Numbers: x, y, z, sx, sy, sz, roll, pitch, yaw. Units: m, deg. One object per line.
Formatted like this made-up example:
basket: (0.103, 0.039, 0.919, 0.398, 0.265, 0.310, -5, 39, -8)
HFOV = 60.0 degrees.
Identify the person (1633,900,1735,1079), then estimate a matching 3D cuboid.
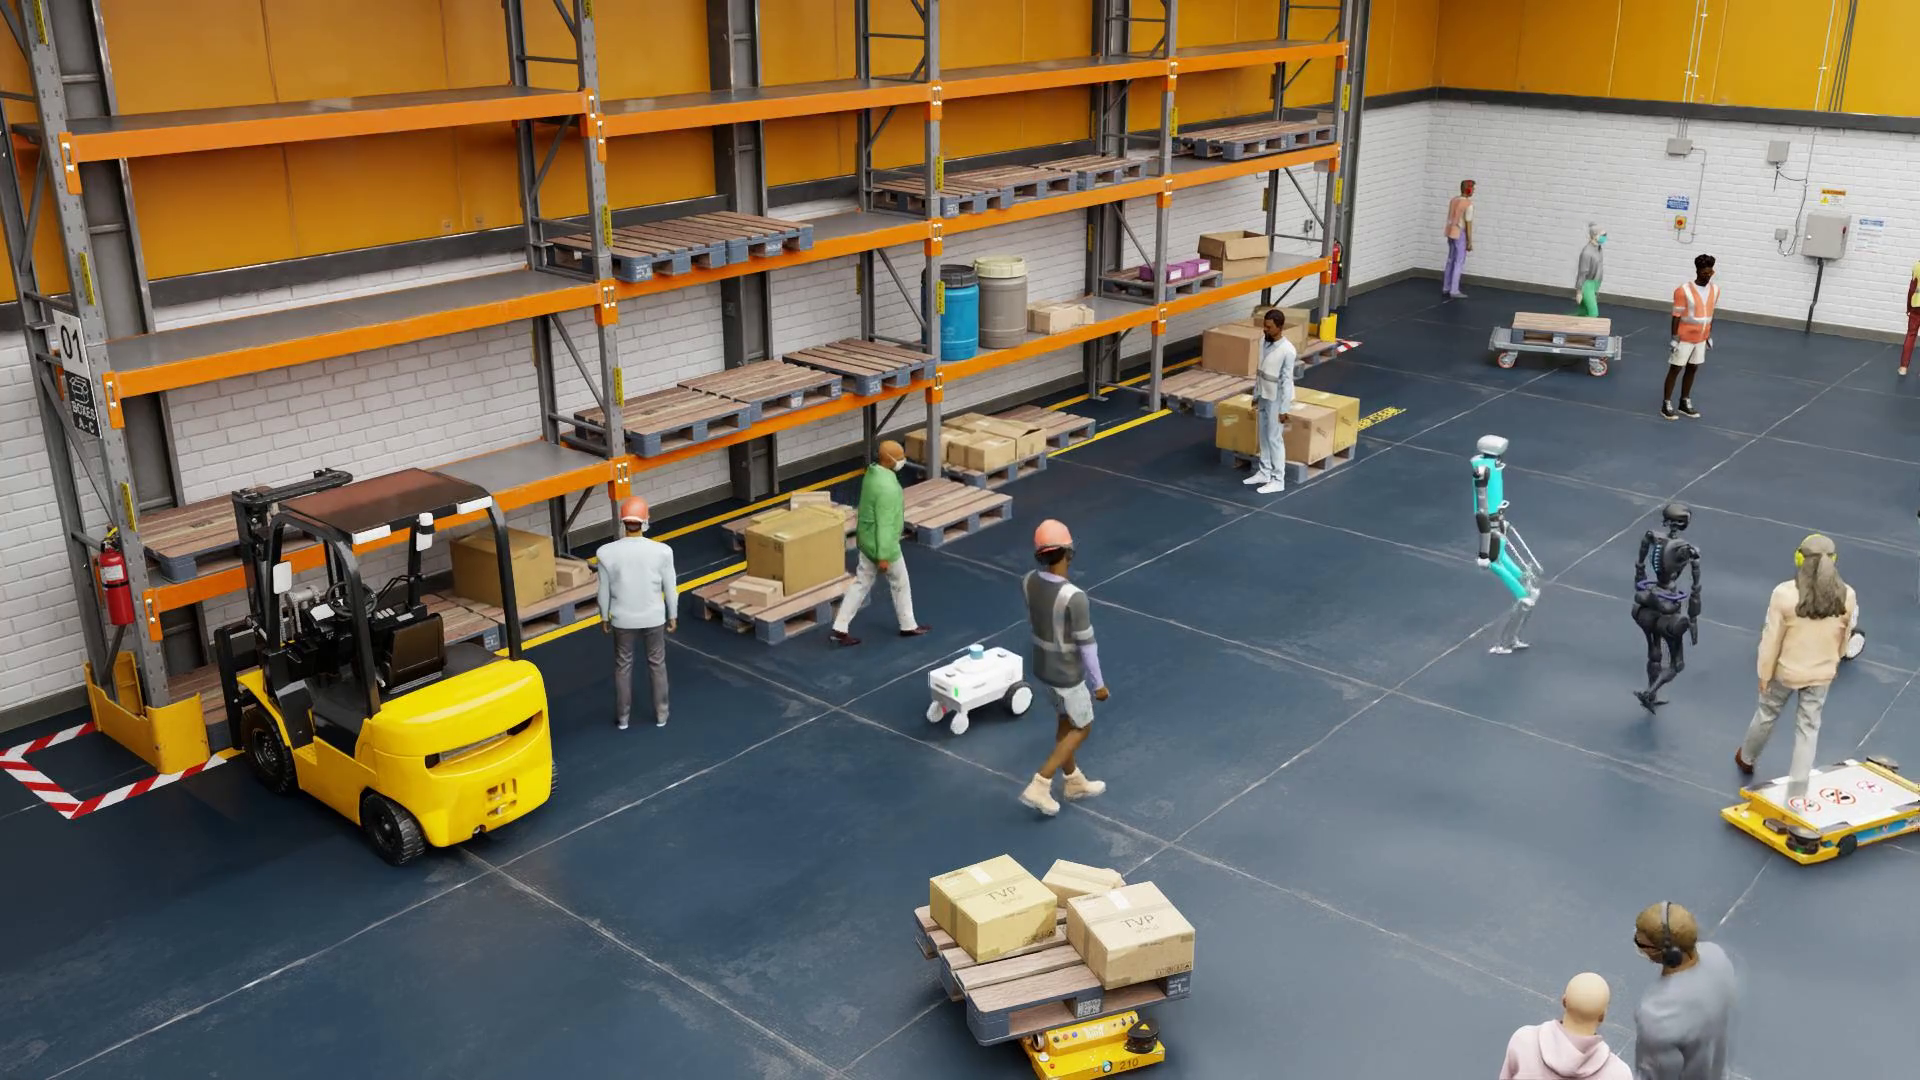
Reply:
person: (2.991, 2.350, 6.854, 0.653, 1.885, 0.938, -15, 25, -34)

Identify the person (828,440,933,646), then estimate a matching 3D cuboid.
person: (-0.673, 0.029, 13.366, 0.902, 1.732, 0.556, -9, 22, -22)

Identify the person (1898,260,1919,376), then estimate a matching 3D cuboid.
person: (12.483, -2.989, 21.484, 0.476, 1.768, 0.371, 13, 24, 31)

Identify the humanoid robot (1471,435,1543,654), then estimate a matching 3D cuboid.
humanoid robot: (4.415, 0.071, 13.252, 0.815, 1.789, 0.544, 9, 22, 23)

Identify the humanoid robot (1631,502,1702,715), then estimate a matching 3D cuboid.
humanoid robot: (5.141, 0.492, 12.200, 0.490, 1.642, 0.589, -11, 23, -28)

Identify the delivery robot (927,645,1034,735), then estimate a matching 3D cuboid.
delivery robot: (0.123, 1.056, 12.251, 0.757, 0.576, 0.499, -17, 26, -39)

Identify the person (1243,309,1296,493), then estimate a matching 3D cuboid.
person: (3.220, -1.433, 17.074, 0.384, 1.910, 0.595, -7, 21, -17)

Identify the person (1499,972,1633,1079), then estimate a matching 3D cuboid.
person: (2.348, 2.505, 6.592, 0.540, 1.774, 0.407, 13, 24, 31)

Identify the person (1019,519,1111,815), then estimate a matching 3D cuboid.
person: (0.674, 0.832, 10.806, 0.639, 2.003, 0.639, -12, 23, -29)

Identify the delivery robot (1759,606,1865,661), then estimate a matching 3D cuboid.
delivery robot: (6.793, 0.681, 13.279, 0.775, 0.585, 0.499, -9, 22, -23)

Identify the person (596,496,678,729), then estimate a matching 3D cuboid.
person: (-2.318, 0.523, 12.010, 0.574, 1.737, 0.351, -3, 20, -7)

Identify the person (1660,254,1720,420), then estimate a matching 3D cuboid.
person: (8.632, -2.402, 19.612, 0.607, 1.964, 0.369, -6, 21, -17)

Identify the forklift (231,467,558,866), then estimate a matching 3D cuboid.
forklift: (-3.730, 0.710, 10.856, 2.313, 2.155, 1.214, 17, 26, 38)

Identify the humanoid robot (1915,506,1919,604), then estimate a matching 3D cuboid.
humanoid robot: (8.392, -0.241, 14.209, 0.550, 1.882, 0.747, 4, 21, 12)

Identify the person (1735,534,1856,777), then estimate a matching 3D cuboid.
person: (5.566, 0.822, 11.055, 0.574, 1.842, 0.778, 4, 21, 11)

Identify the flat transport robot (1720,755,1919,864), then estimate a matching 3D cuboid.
flat transport robot: (5.744, 1.745, 10.822, 1.431, 0.231, 0.659, -9, 22, -22)

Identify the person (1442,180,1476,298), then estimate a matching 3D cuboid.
person: (7.822, -4.726, 26.099, 0.397, 1.835, 0.563, -6, 21, -15)

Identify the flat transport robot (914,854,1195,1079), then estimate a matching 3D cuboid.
flat transport robot: (0.486, 2.411, 9.018, 0.659, 0.231, 1.431, -8, 22, -20)

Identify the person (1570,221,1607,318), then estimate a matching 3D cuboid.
person: (8.517, -3.465, 22.719, 0.789, 1.812, 0.528, 16, 25, 36)
